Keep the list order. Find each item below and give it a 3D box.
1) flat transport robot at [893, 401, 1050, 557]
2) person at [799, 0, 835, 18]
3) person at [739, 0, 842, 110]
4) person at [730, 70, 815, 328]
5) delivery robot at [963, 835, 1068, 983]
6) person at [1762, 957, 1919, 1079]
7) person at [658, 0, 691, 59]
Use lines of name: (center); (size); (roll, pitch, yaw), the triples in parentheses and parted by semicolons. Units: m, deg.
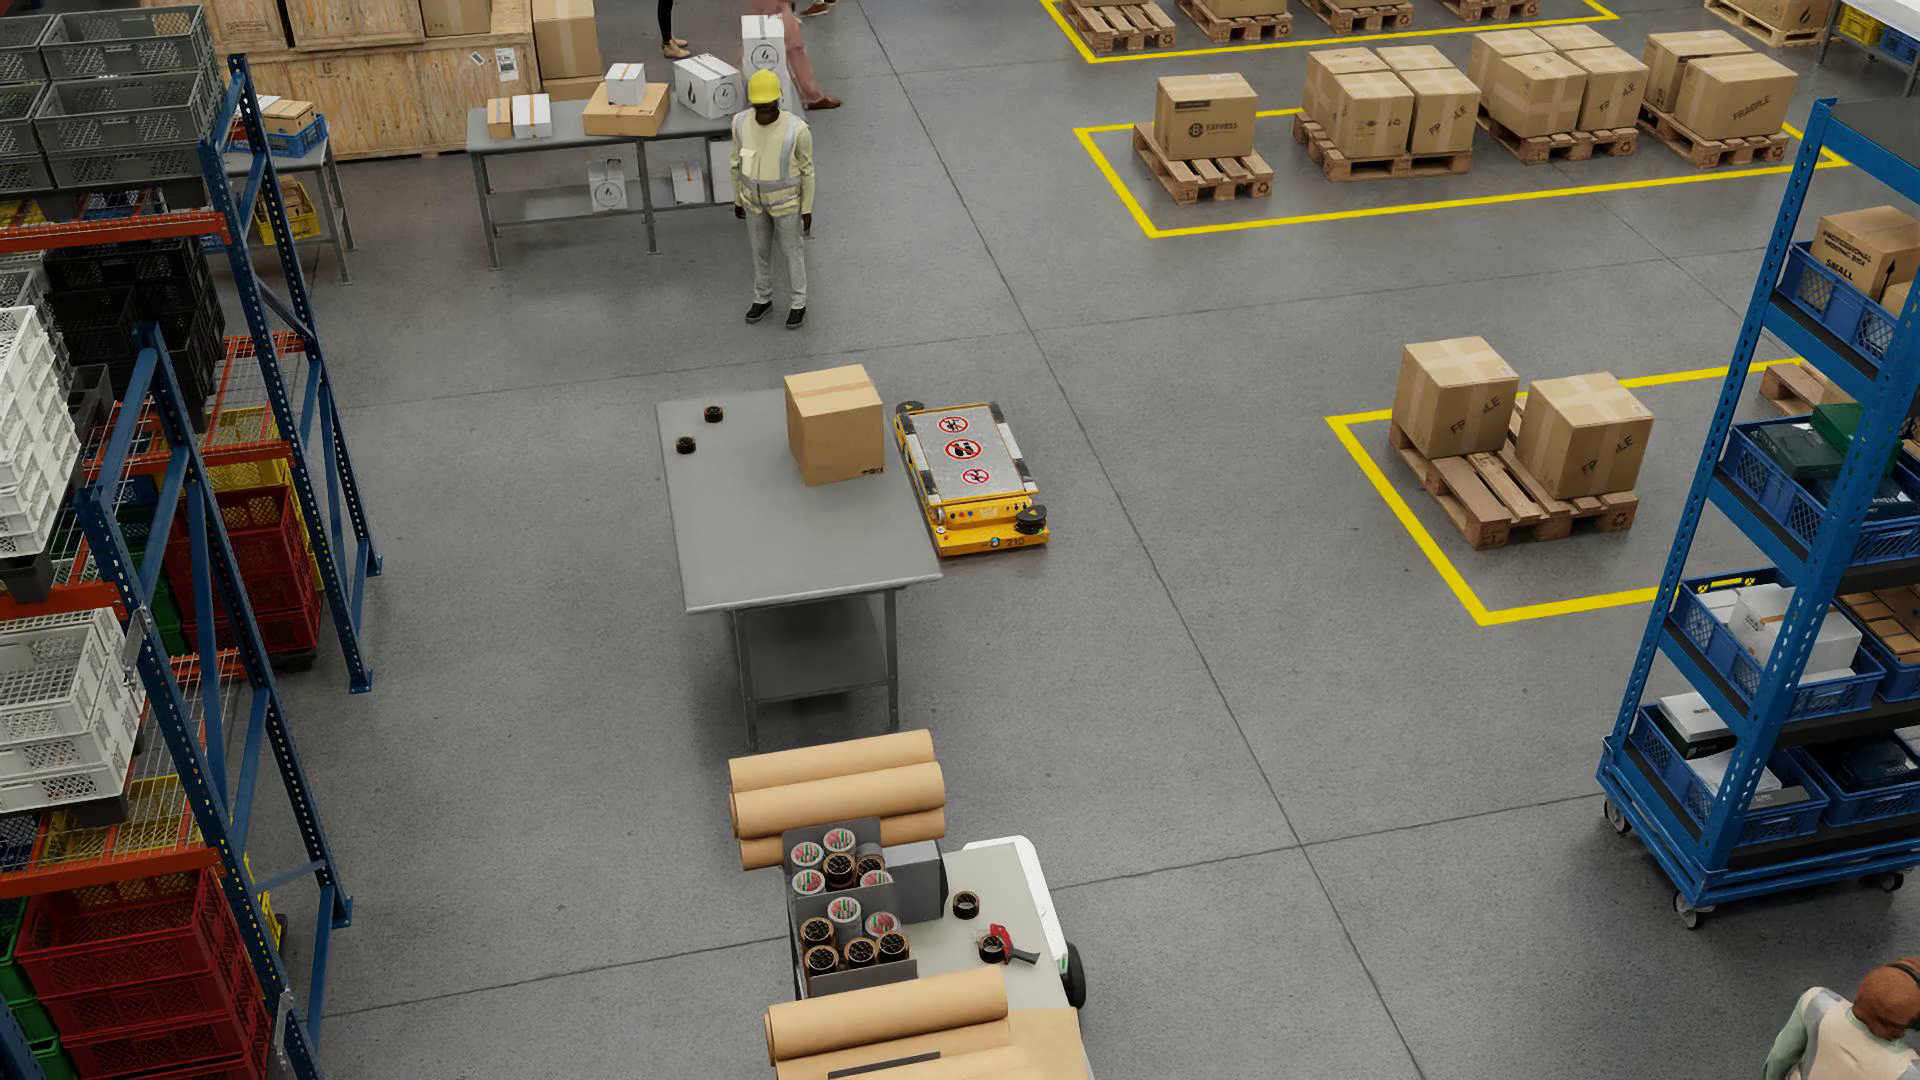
flat transport robot: (0.046, -0.430, 10.108); (0.652, 0.197, 1.431); (-8, 37, -10)
person: (-1.428, -6.176, 16.530); (0.537, 1.841, 0.768); (21, 42, 26)
person: (-1.615, -4.625, 14.444); (0.985, 1.869, 0.650); (-11, 38, -15)
person: (-1.285, -2.315, 11.342); (0.601, 1.831, 0.404); (11, 38, 15)
delivery robot: (0.219, 1.590, 7.081); (0.477, 0.478, 0.707); (-7, 37, -9)
person: (2.961, 2.020, 5.679); (0.311, 1.636, 0.523); (-22, 42, -27)
person: (-2.765, -5.397, 15.598); (0.318, 1.697, 0.535); (-7, 37, -9)
